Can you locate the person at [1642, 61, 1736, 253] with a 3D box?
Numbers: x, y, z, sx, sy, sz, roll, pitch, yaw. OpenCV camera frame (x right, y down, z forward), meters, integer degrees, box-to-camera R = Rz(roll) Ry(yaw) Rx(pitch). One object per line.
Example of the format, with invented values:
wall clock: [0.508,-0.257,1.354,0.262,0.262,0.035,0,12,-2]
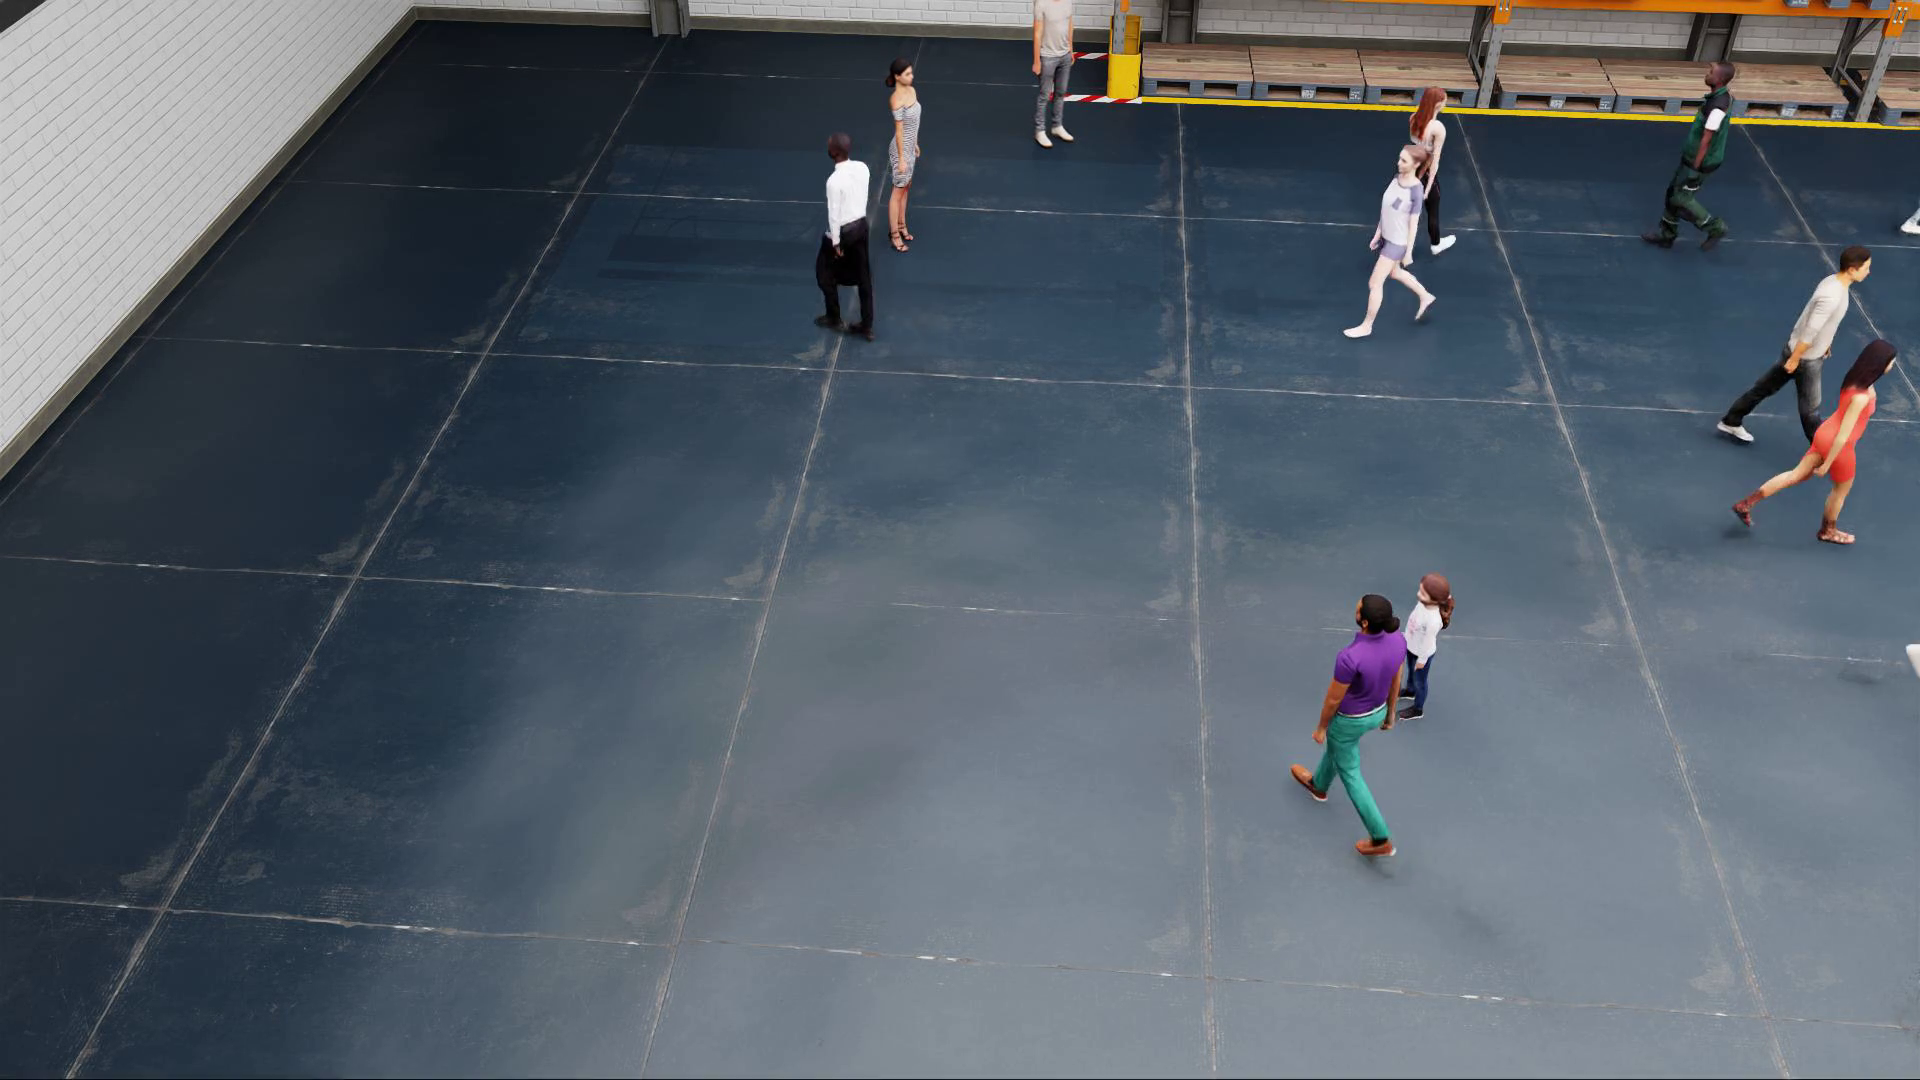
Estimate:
person: [6.772,-3.421,15.073,1.036,1.822,0.849,14,41,17]

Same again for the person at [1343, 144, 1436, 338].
person: [3.753,-2.526,14.021,1.127,1.736,0.744,-6,39,-7]

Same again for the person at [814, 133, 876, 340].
person: [-0.866,-2.510,13.934,0.960,1.821,0.885,31,48,33]

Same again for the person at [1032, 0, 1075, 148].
person: [0.944,-4.958,16.945,0.739,1.889,0.804,-26,46,-29]

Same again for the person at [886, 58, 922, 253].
person: [-0.528,-3.532,15.213,0.593,1.822,0.647,11,40,13]

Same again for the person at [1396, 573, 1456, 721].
person: [2.933,0.655,10.540,0.490,1.110,0.463,-2,39,-2]

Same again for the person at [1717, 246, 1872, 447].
person: [6.320,-1.446,12.655,1.295,1.754,0.983,18,42,21]

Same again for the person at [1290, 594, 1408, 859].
person: [2.333,1.076,9.514,1.166,1.733,1.154,-24,44,-27]

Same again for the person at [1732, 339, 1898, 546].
person: [6.070,-0.663,11.732,1.138,1.683,0.657,6,39,7]
